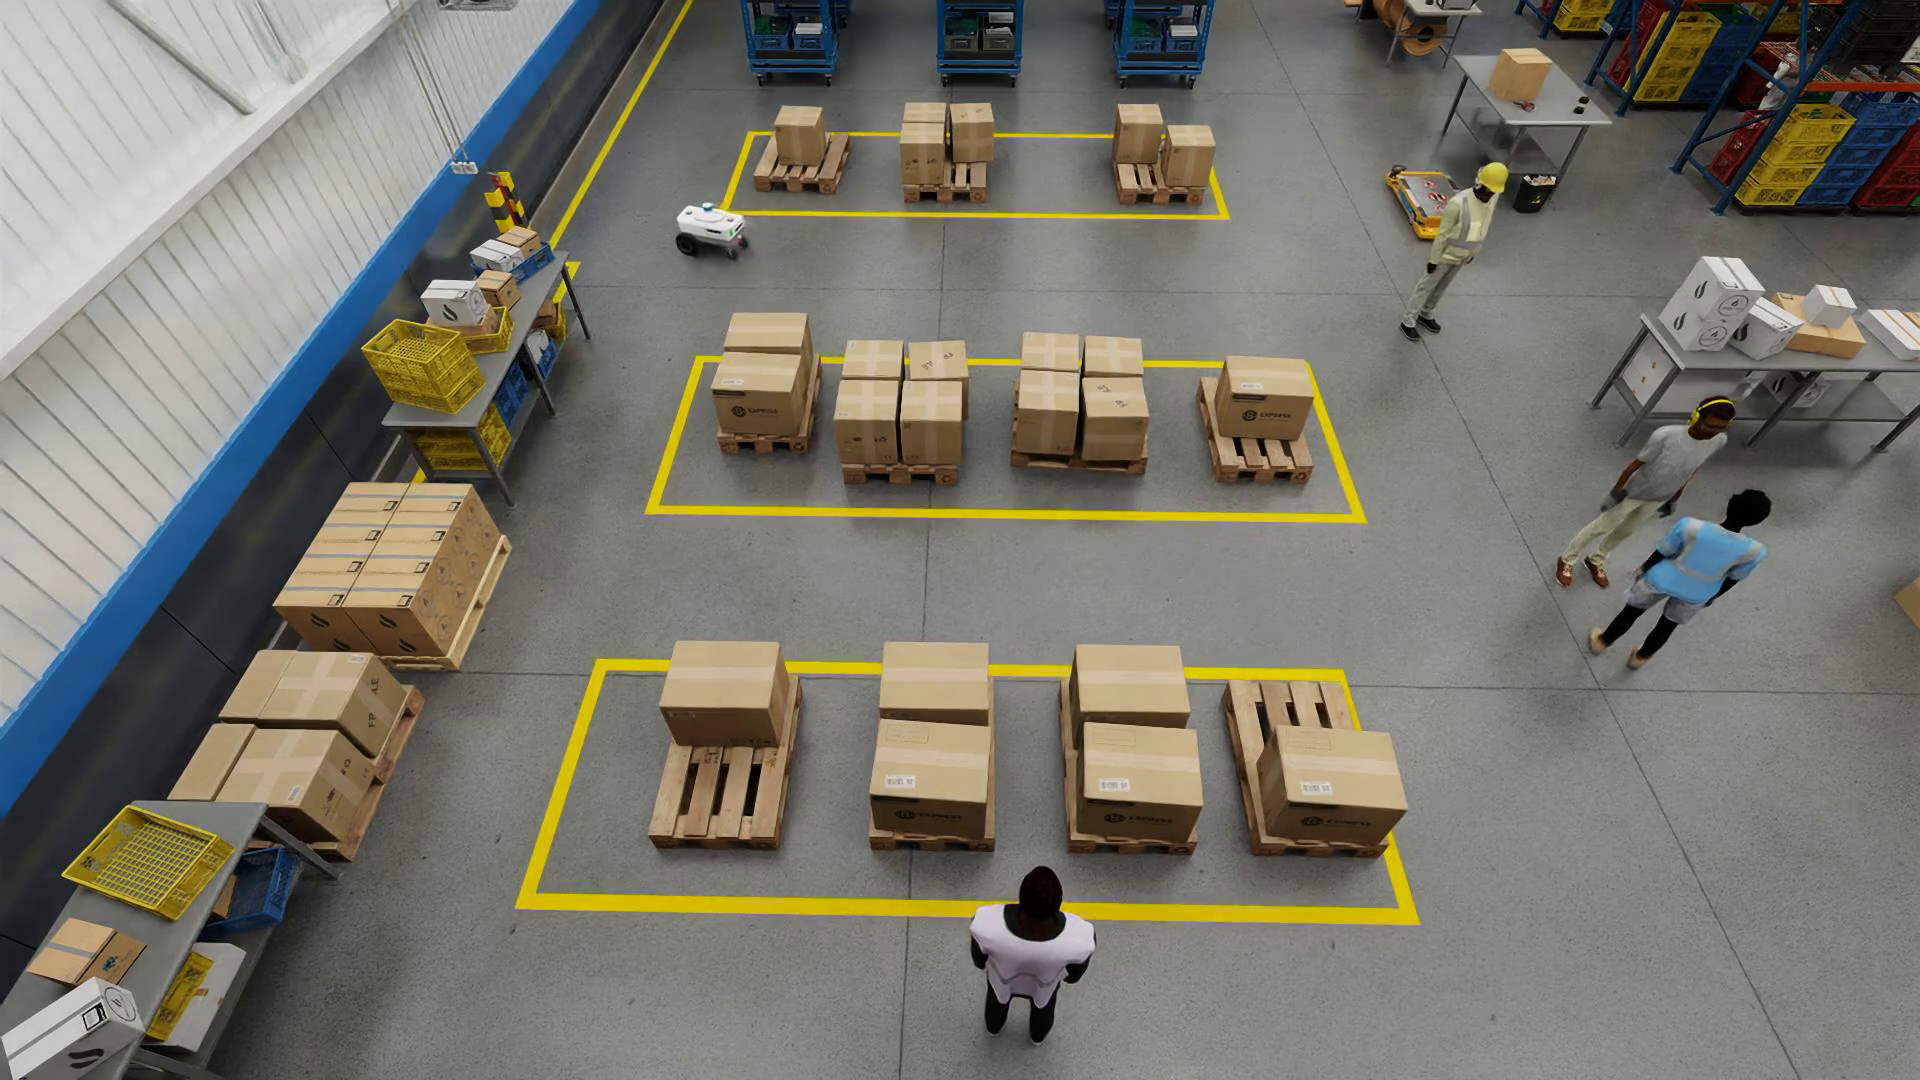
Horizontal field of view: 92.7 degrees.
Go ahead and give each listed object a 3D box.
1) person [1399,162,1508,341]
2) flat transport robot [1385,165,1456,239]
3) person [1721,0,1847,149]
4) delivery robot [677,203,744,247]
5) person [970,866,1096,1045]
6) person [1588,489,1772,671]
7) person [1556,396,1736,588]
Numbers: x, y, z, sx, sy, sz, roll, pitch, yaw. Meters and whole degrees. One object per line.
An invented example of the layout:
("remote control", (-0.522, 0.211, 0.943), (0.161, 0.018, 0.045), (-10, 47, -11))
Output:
("person", (4.807, -2.796, 8.916), (0.586, 1.822, 0.403), (-21, 52, -17))
("flat transport robot", (5.692, -4.094, 11.059), (0.652, 0.197, 1.431), (1, 49, 1))
("person", (10.286, -5.714, 11.403), (0.574, 1.882, 0.356), (-16, 51, -13))
("delivery robot", (-2.808, -3.565, 10.355), (0.707, 0.478, 0.477), (13, 50, 11))
("person", (0.336, 2.141, 4.590), (0.584, 1.911, 0.392), (4, 49, 4))
("person", (4.960, 0.294, 6.323), (0.540, 1.696, 0.317), (26, 54, 21))
("person", (5.050, -0.327, 6.749), (0.535, 1.868, 0.309), (2, 49, 2))
